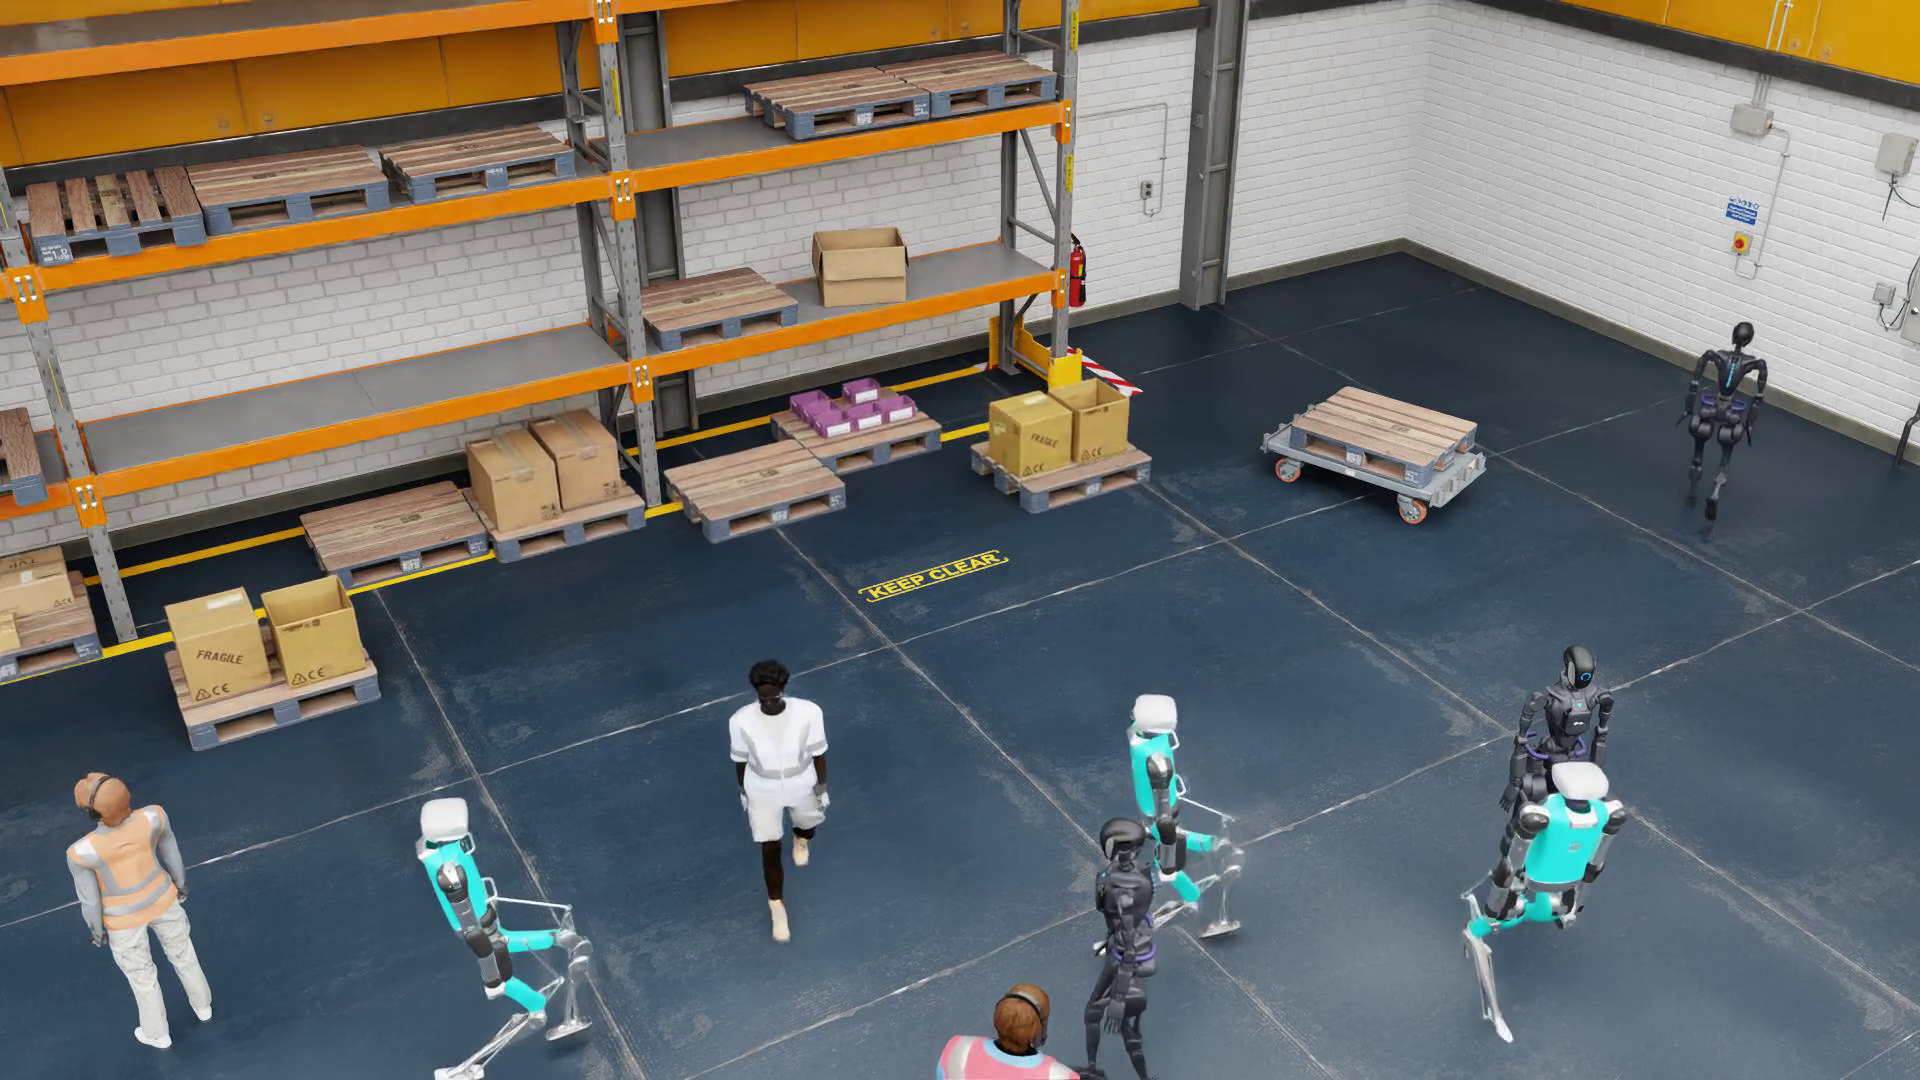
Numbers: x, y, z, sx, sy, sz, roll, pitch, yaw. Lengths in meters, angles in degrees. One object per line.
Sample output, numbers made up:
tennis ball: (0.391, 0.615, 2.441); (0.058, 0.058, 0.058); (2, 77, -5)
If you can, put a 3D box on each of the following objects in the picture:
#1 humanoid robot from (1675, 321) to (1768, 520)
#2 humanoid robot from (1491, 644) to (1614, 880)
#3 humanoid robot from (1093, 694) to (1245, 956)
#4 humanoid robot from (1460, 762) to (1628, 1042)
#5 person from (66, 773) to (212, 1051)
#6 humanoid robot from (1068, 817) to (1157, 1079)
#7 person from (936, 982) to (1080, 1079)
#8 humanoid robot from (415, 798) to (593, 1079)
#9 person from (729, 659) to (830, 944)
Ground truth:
humanoid robot: (6.031, -0.954, 13.246); (0.583, 1.643, 0.577); (13, 32, 22)
humanoid robot: (3.304, 1.288, 9.248); (0.599, 1.657, 0.315); (-5, 30, -8)
humanoid robot: (1.255, 1.555, 8.777); (1.040, 1.755, 0.556); (-3, 30, -6)
humanoid robot: (2.838, 1.695, 8.510); (0.558, 1.788, 0.958); (-4, 30, -7)
person: (-4.095, 1.844, 8.308); (0.304, 1.645, 0.521); (21, 35, 32)
humanoid robot: (0.749, 2.030, 7.964); (0.534, 1.641, 0.600); (1, 29, 1)
person: (0.214, 2.563, 6.855); (0.630, 1.835, 0.432); (11, 31, 18)
humanoid robot: (-2.148, 1.927, 8.094); (1.029, 1.739, 0.539); (-13, 32, -21)
person: (-0.990, 1.334, 9.178); (0.529, 1.671, 0.752); (-5, 30, -9)
